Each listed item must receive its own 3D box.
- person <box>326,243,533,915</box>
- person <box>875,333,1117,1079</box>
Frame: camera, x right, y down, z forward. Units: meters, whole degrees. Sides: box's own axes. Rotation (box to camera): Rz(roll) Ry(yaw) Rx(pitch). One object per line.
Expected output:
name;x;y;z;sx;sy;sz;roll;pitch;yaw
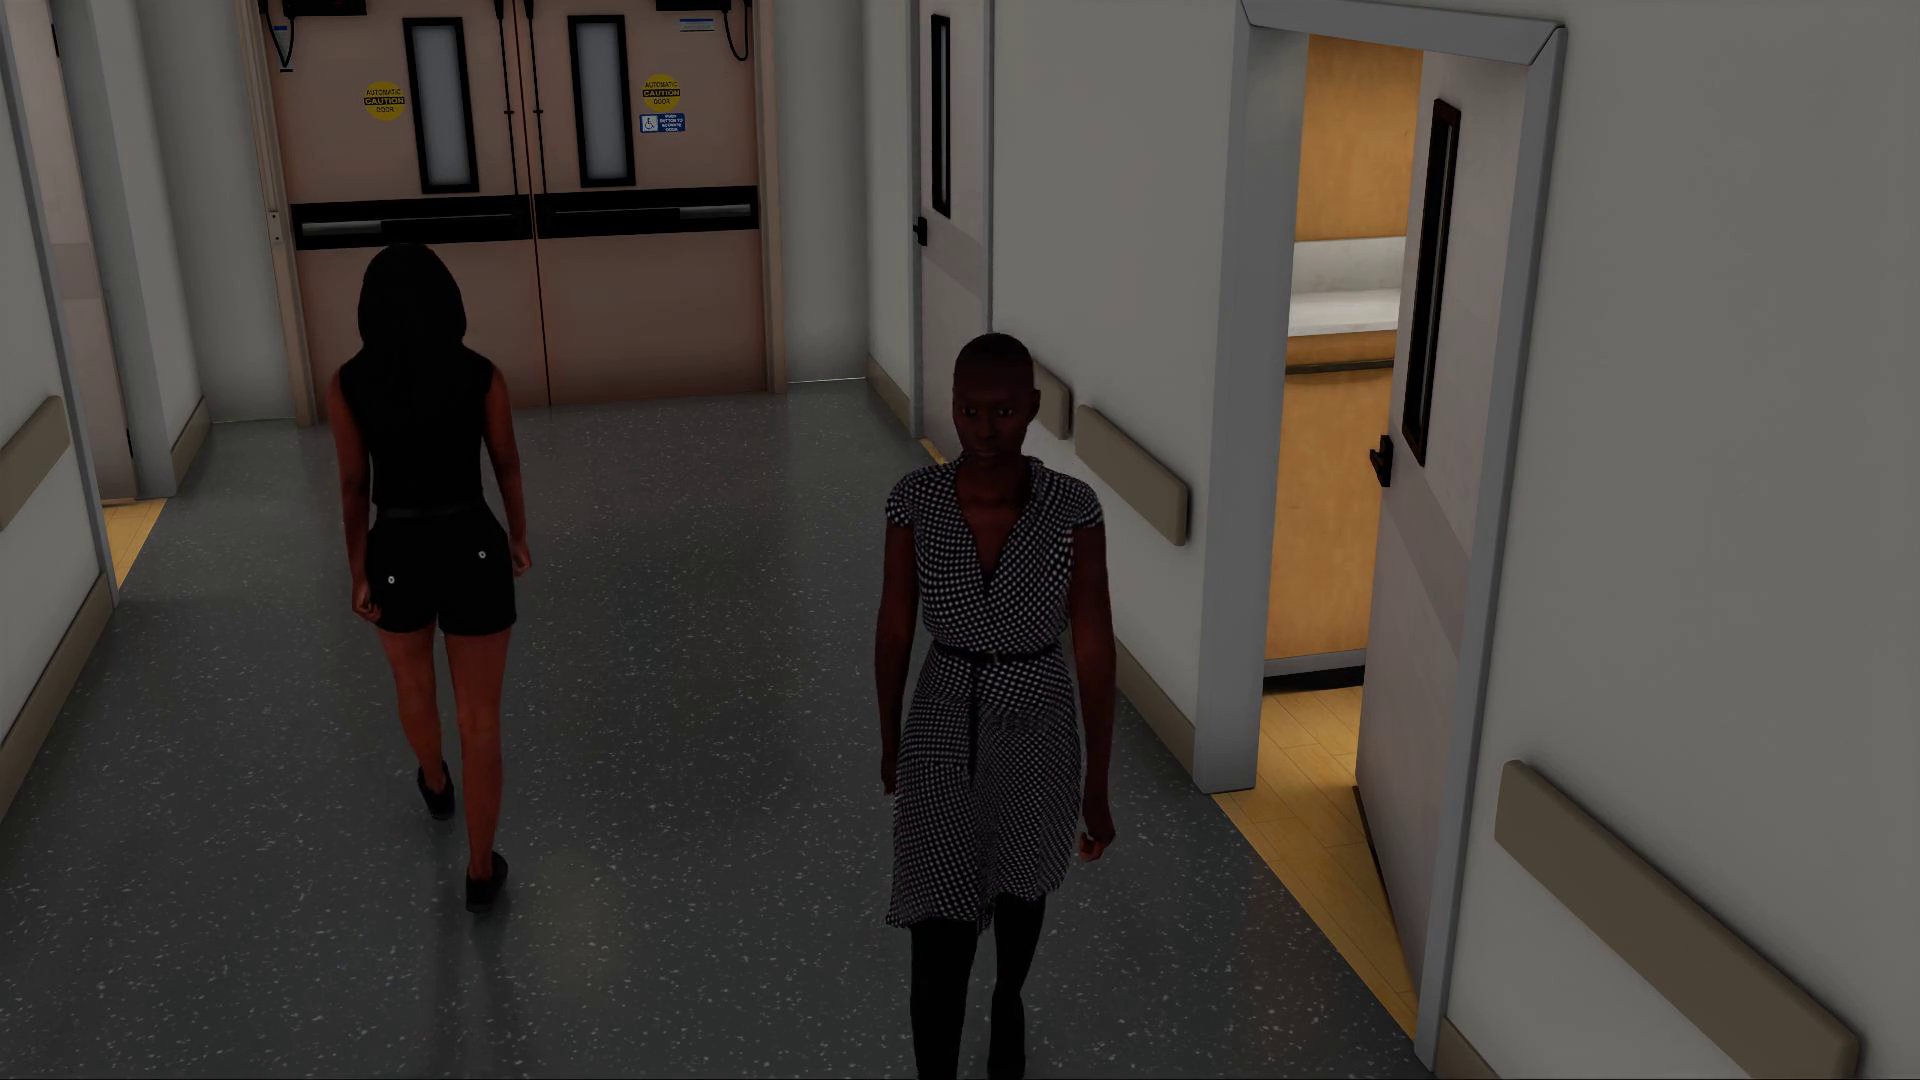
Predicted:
person;-1.327;0.149;4.234;0.602;1.704;0.983;-5;21;-13
person;0.076;0.424;3.430;0.787;1.760;1.007;0;21;0
